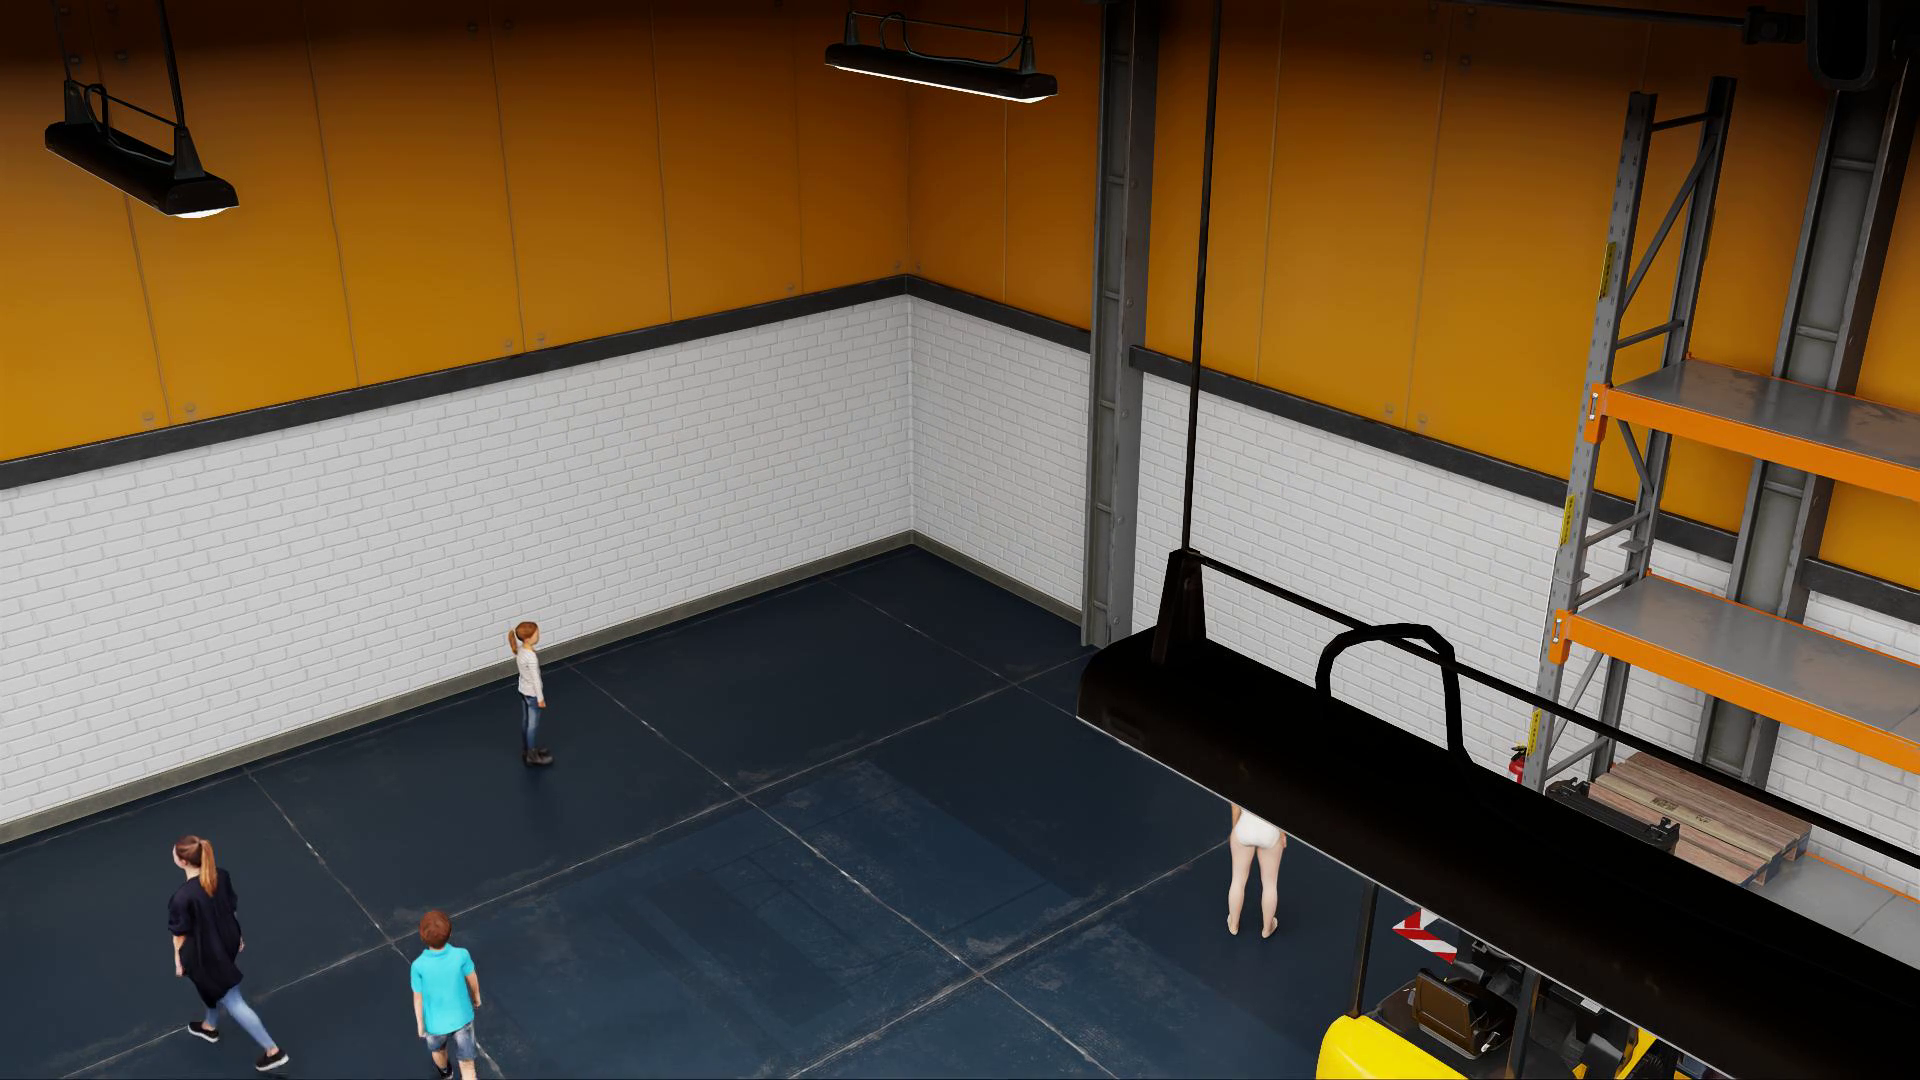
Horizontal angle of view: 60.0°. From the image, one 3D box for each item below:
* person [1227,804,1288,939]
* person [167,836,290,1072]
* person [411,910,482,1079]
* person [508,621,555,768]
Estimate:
[{"bbox_3d":[2.101,2.079,11.731,0.588,1.644,0.678,6,24,13],"label":"person"},{"bbox_3d":[-4.624,2.633,10.466,1.224,1.643,0.974,9,25,19],"label":"person"},{"bbox_3d":[-3.092,2.924,10.084,0.722,1.414,0.995,-10,25,-21],"label":"person"},{"bbox_3d":[-3.618,1.282,13.969,0.559,1.313,0.441,-13,27,-27],"label":"person"}]
